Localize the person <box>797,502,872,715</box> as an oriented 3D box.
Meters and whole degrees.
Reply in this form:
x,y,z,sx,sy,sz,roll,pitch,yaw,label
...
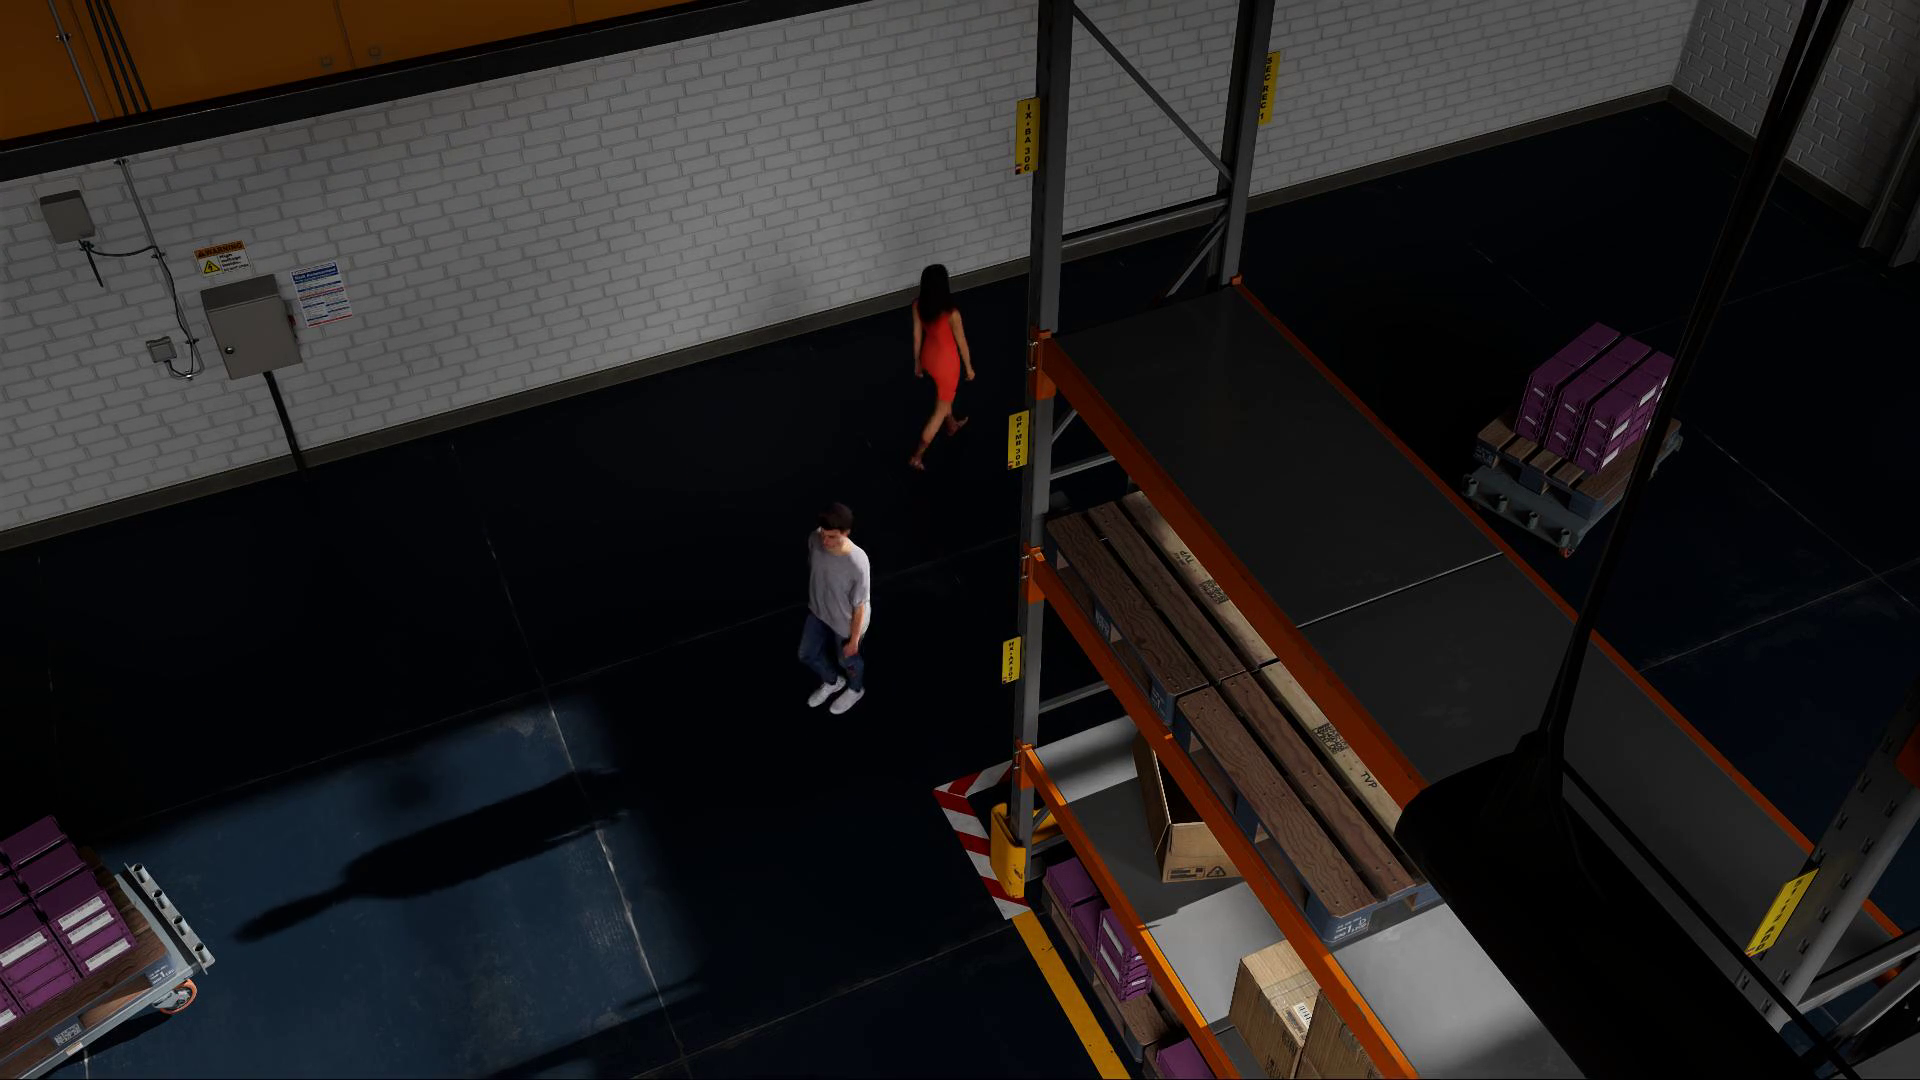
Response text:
x,y,z,sx,sy,sz,roll,pitch,yaw,label
-0.684,0.407,10.424,0.749,1.865,0.867,34,53,31,person

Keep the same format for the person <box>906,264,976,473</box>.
x,y,z,sx,sy,sz,roll,pitch,yaw,label
-0.181,-1.242,12.282,1.099,1.690,0.976,28,50,27,person
